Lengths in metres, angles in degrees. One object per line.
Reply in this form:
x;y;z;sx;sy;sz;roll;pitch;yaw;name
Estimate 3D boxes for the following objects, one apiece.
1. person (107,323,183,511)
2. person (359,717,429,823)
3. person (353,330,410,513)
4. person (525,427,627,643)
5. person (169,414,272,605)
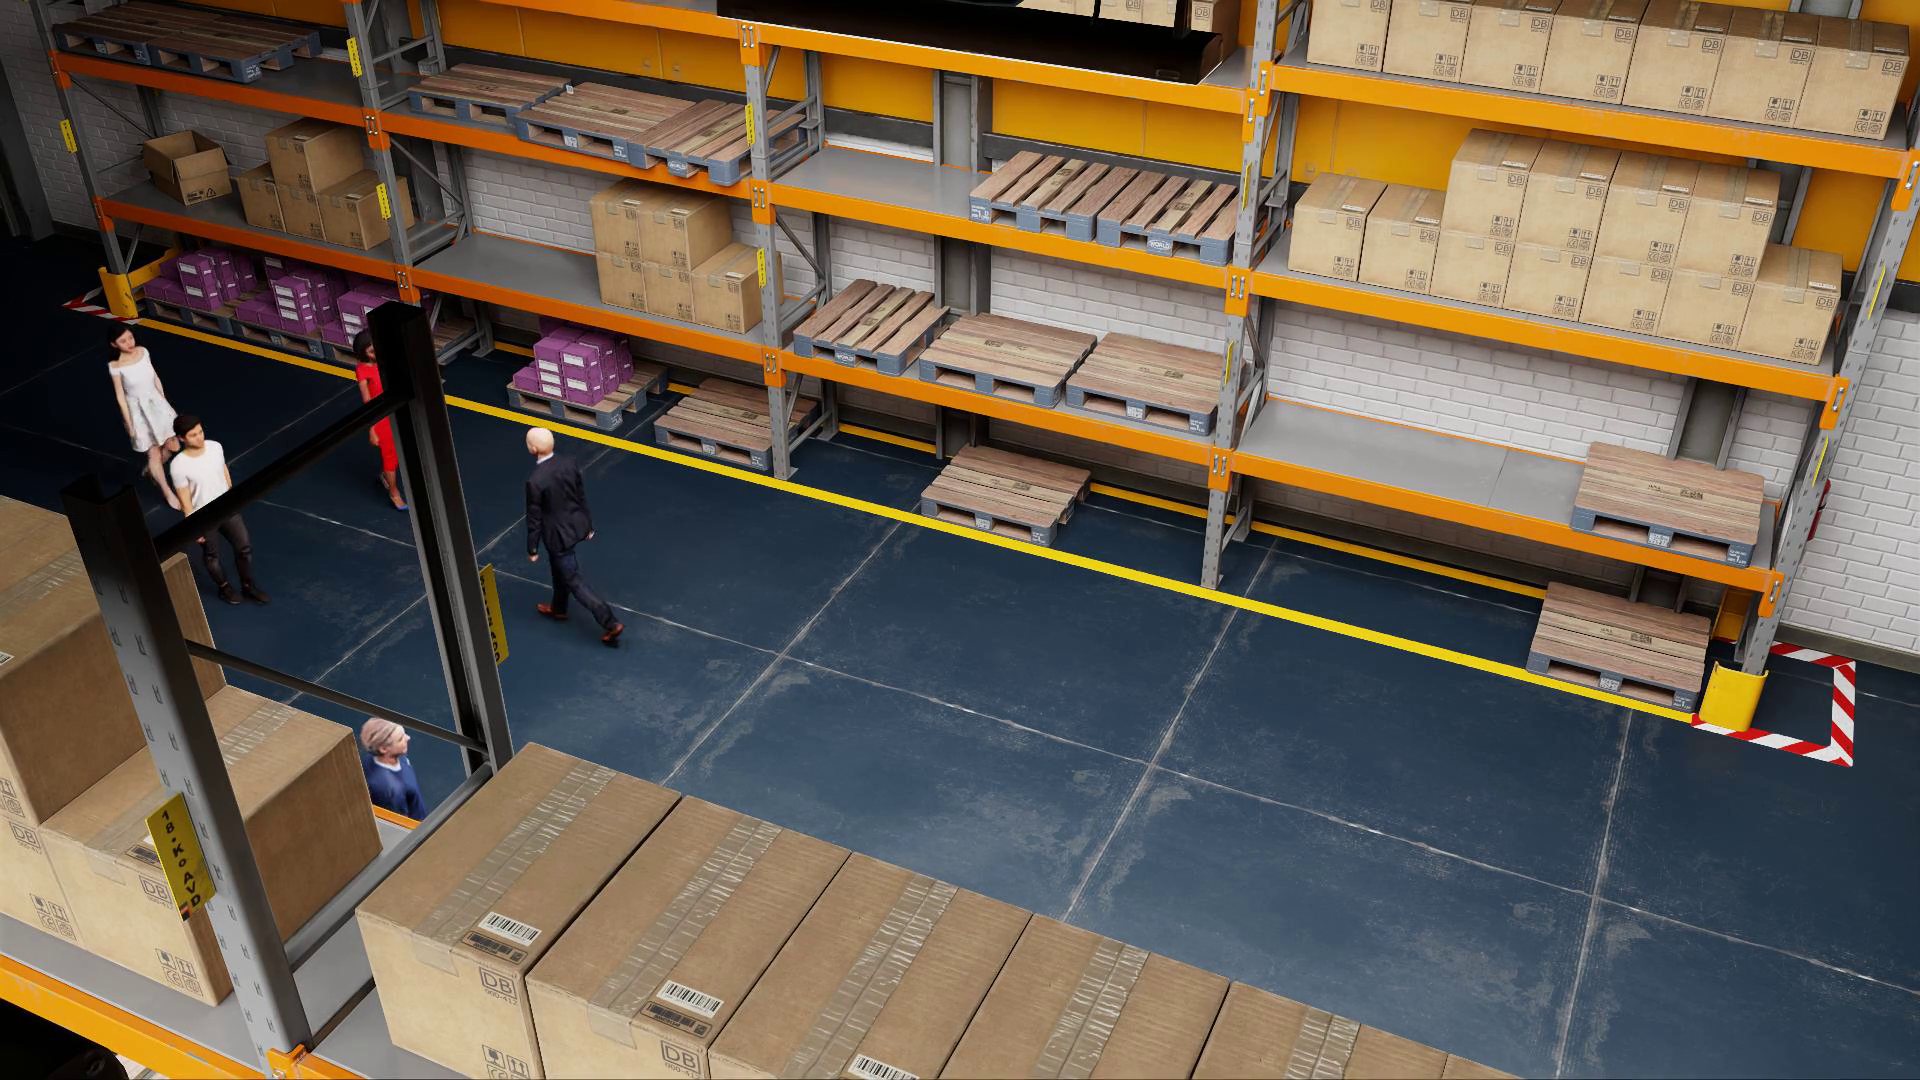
-6.935;-1.051;14.070;0.777;1.766;0.638;16;37;23;person
-3.248;1.770;9.731;0.783;1.870;0.724;-11;35;-16;person
-4.868;-1.013;14.047;0.746;1.727;0.652;7;34;10;person
-2.917;-0.011;12.501;1.166;1.770;0.730;16;37;23;person
-5.859;-0.249;12.914;0.755;1.709;0.701;21;39;28;person
